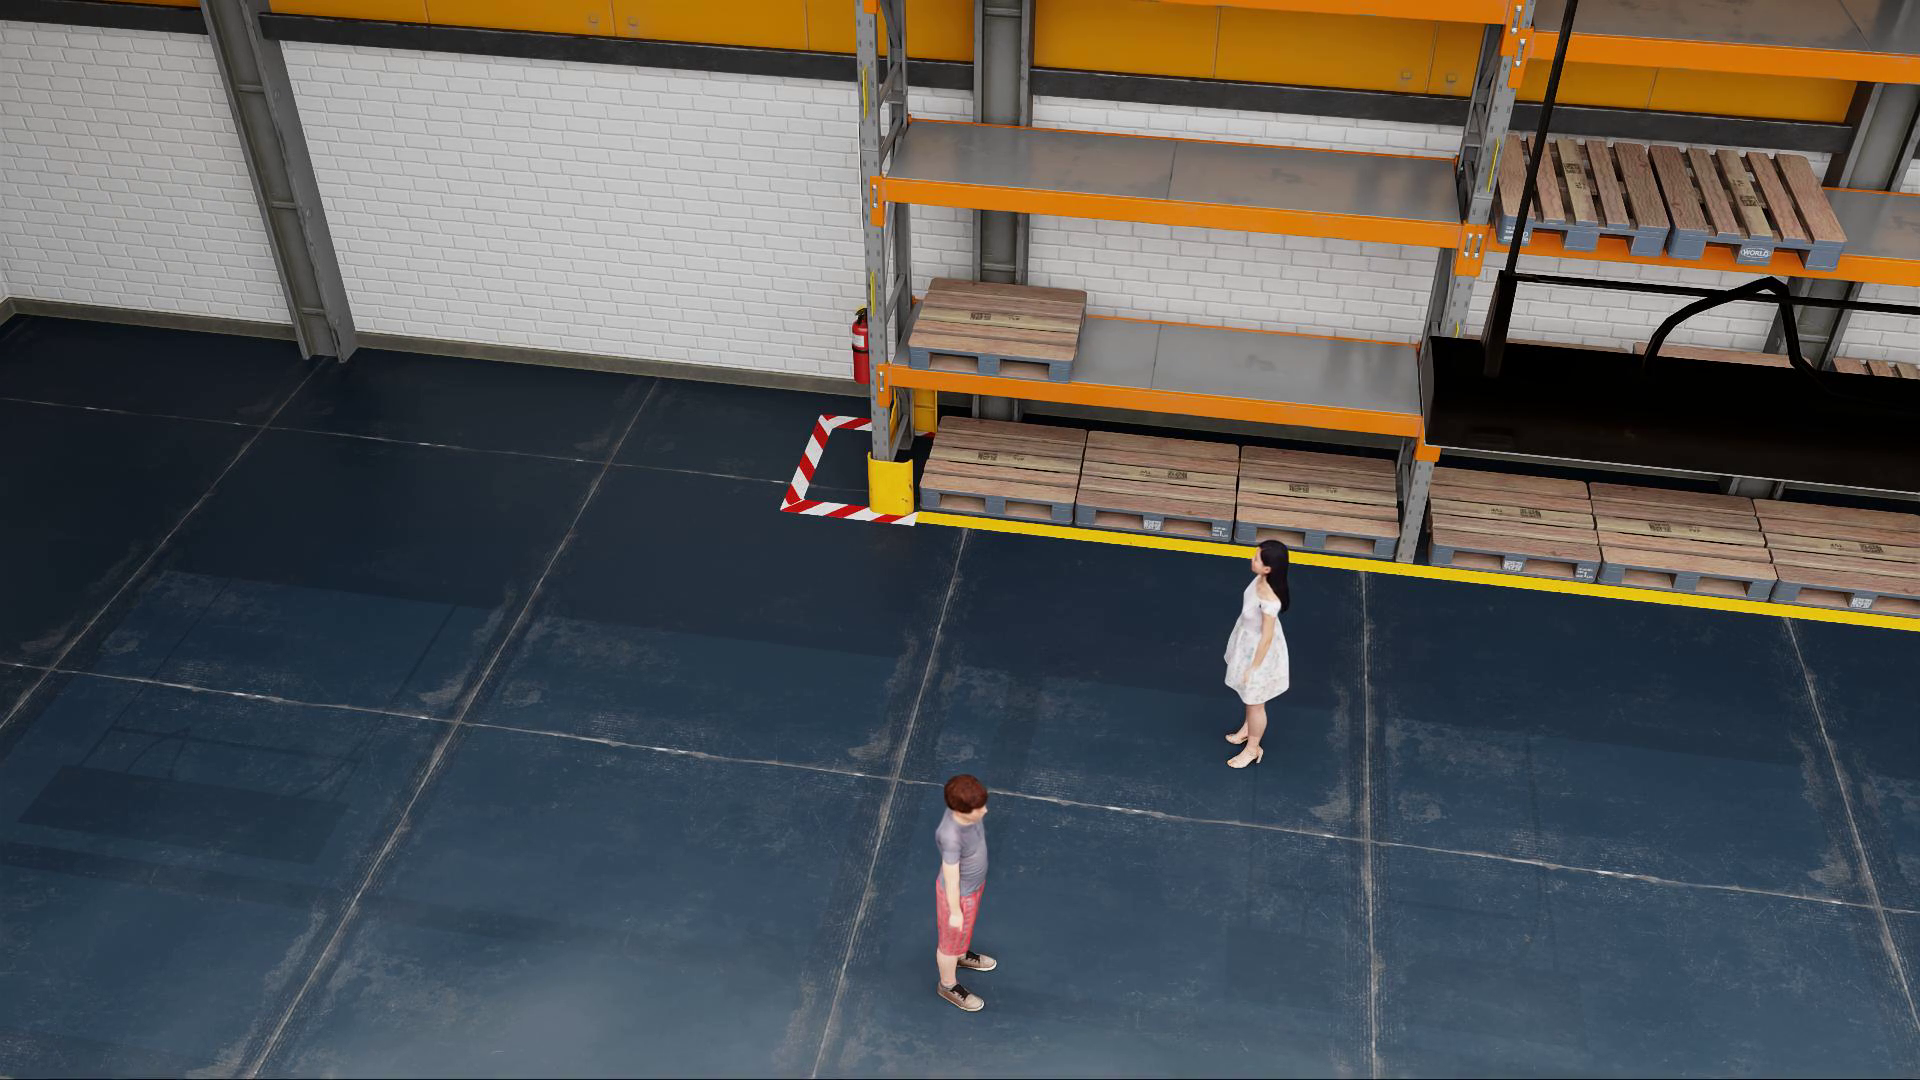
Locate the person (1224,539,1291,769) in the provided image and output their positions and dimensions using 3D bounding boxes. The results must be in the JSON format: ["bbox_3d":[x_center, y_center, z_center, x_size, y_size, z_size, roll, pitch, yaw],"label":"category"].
[{"bbox_3d":[1.853,0.709,10.369,0.628,1.775,0.645,5,39,6],"label":"person"}]

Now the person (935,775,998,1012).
[{"bbox_3d":[-0.001,1.868,9.017,0.553,1.651,0.601,10,40,13],"label":"person"}]
